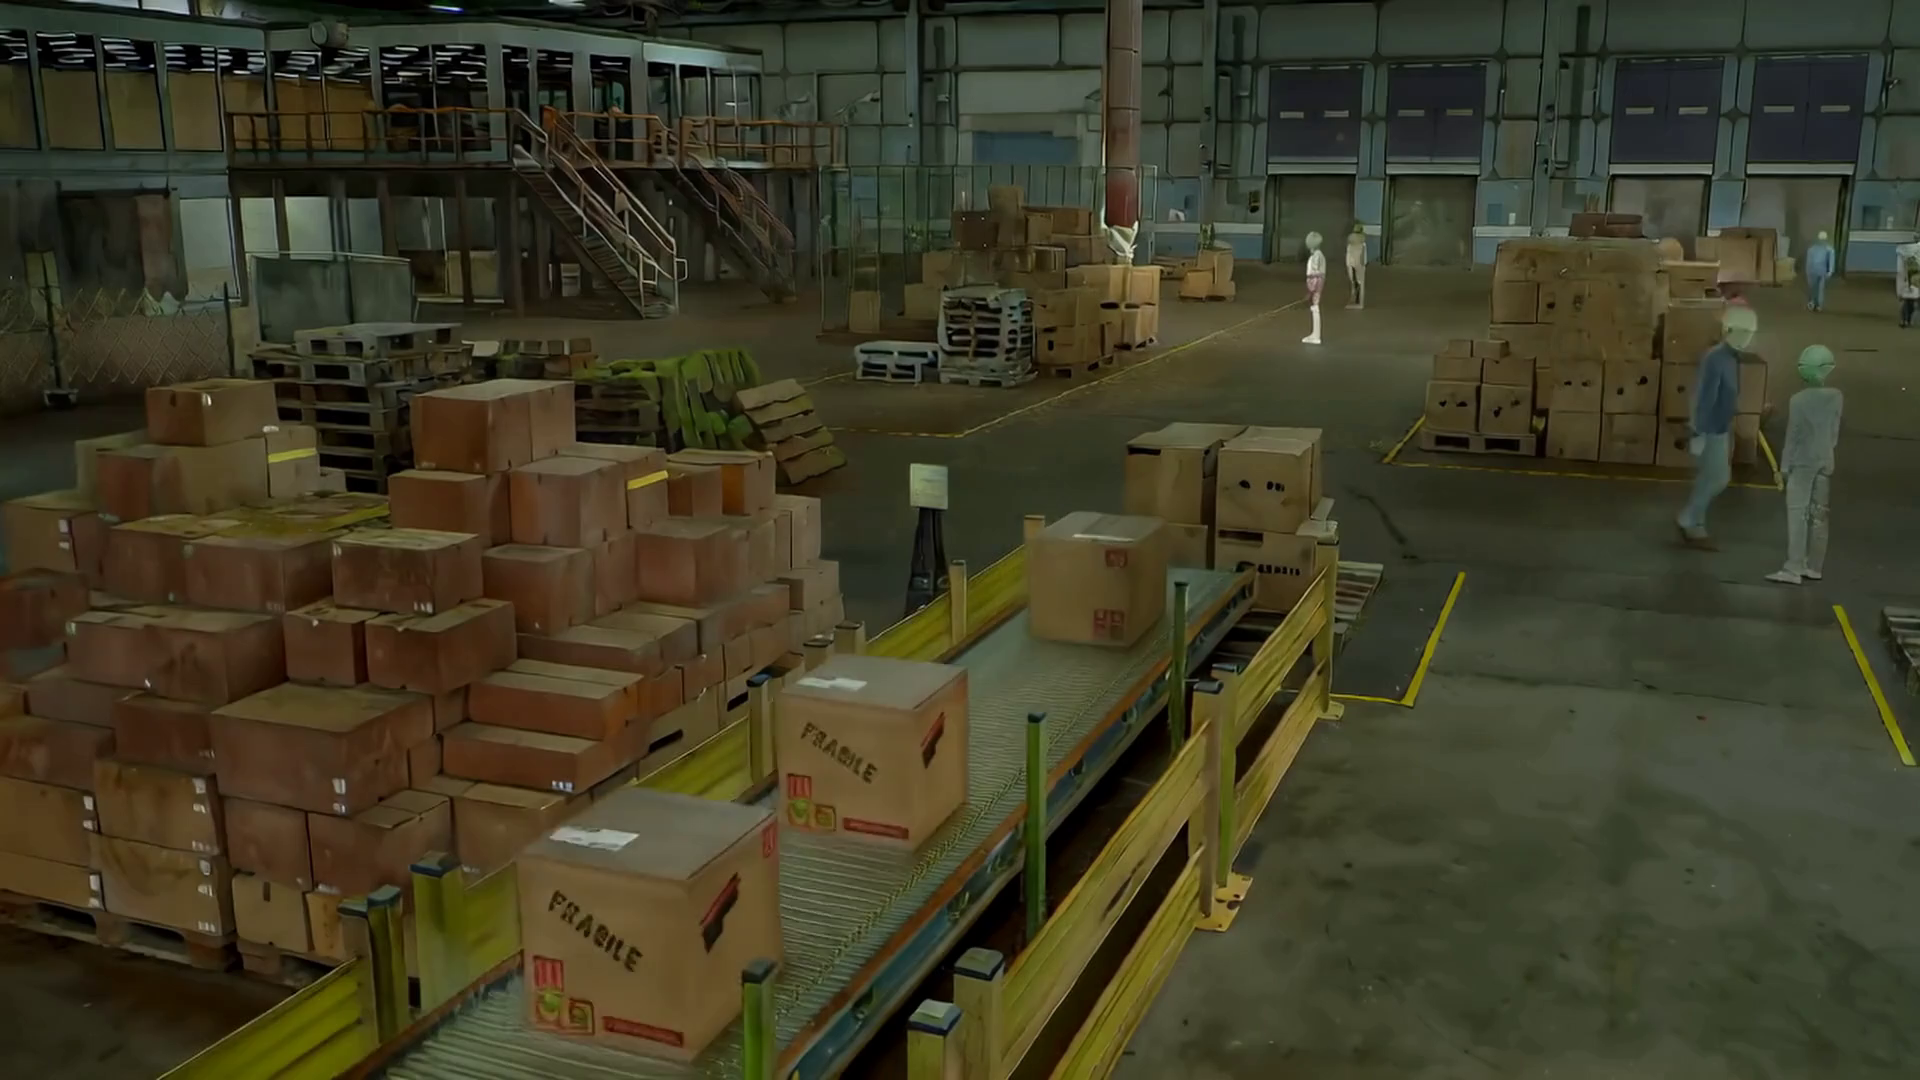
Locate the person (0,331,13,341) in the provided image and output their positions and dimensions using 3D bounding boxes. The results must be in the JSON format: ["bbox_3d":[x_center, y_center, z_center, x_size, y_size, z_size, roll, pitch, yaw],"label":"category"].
[{"bbox_3d":[-17.390,-4.390,29.260,0.984,1.842,0.590,-8,15,-31],"label":"person"}]

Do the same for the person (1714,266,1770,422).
[{"bbox_3d":[8.999,-2.215,19.300,0.780,1.920,0.545,5,14,22],"label":"person"}]

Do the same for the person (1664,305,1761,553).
[{"bbox_3d":[5.981,-0.863,13.110,0.447,1.967,0.636,10,16,38],"label":"person"}]

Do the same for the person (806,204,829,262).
[{"bbox_3d":[-4.689,-10.094,54.653,0.650,1.912,0.607,3,13,12],"label":"person"}]

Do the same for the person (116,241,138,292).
[{"bbox_3d":[-20.635,-6.926,41.157,0.506,1.582,0.894,2,13,8],"label":"person"}]

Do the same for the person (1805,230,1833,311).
[{"bbox_3d":[18.383,-5.754,35.624,0.507,1.718,0.699,7,14,29],"label":"person"}]

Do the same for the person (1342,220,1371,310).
[{"bbox_3d":[8.593,-5.952,36.015,0.372,1.940,0.631,-9,15,-35],"label":"person"}]

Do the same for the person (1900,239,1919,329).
[{"bbox_3d":[18.229,-4.886,31.773,0.540,1.700,0.316,-11,16,-40],"label":"person"}]

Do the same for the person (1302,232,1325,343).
[{"bbox_3d":[6.198,-4.417,29.131,0.371,1.939,0.543,3,13,13],"label":"person"}]

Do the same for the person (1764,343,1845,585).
[{"bbox_3d":[6.204,-0.553,12.189,0.523,1.769,0.309,-6,14,-25],"label":"person"}]
